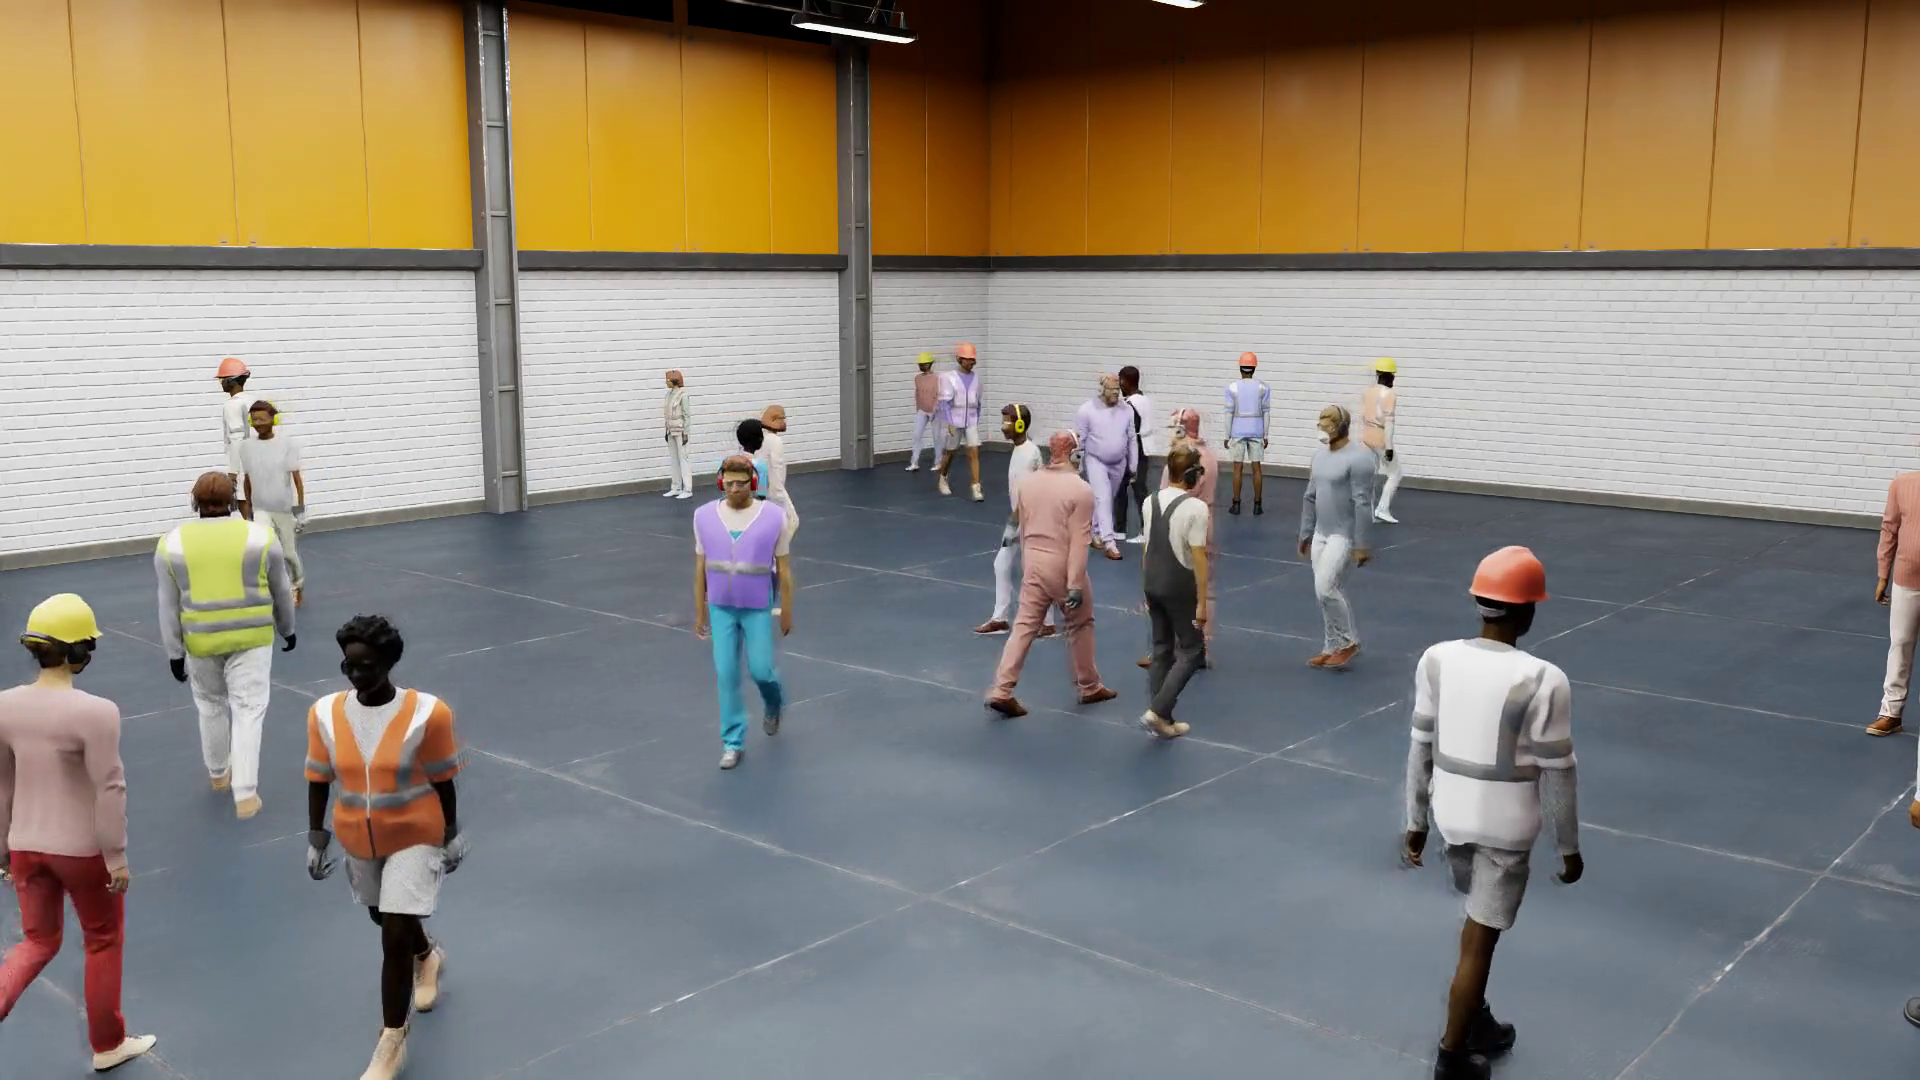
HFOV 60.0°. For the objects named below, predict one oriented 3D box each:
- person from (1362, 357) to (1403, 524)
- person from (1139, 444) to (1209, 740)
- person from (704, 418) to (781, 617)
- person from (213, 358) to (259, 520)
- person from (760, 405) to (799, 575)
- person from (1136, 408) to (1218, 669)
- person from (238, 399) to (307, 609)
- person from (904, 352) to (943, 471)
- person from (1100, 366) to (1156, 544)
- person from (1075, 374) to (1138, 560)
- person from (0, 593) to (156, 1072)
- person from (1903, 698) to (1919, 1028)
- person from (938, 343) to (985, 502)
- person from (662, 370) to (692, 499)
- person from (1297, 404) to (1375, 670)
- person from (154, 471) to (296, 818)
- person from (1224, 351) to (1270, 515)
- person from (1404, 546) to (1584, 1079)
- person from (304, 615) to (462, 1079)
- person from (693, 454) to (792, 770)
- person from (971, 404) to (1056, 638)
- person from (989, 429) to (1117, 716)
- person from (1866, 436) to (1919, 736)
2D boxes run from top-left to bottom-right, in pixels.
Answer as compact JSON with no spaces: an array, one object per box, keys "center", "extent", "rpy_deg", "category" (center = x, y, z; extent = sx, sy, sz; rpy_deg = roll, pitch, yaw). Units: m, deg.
[{"center":[4.814,-1.116,18.864],"extent":[0.534,1.908,0.622],"rpy_deg":[-3,10,-19],"category":"person"},{"center":[1.275,0.335,10.027],"extent":[0.444,1.827,0.555],"rpy_deg":[-8,12,-41],"category":"person"},{"center":[-1.792,-0.160,13.618],"extent":[0.668,1.676,0.540],"rpy_deg":[-7,11,-37],"category":"person"},{"center":[-6.971,-0.740,16.099],"extent":[0.393,2.041,0.614],"rpy_deg":[0,9,-3],"category":"person"},{"center":[-1.696,-0.459,15.623],"extent":[0.425,1.618,0.522],"rpy_deg":[-4,10,-24],"category":"person"},{"center":[1.538,-0.006,11.966],"extent":[0.620,1.887,0.686],"rpy_deg":[5,10,30],"category":"person"},{"center":[-5.657,-0.264,13.776],"extent":[0.525,1.838,0.912],"rpy_deg":[-1,9,-7],"category":"person"},{"center":[-0.506,-1.830,23.930],"extent":[0.526,1.732,0.794],"rpy_deg":[6,11,34],"category":"person"},{"center":[1.732,-0.888,17.551],"extent":[0.790,1.881,0.582],"rpy_deg":[2,9,12],"category":"person"},{"center":[1.488,-0.766,16.902],"extent":[0.647,1.851,1.013],"rpy_deg":[-4,10,-23],"category":"person"},{"center":[-3.143,1.068,5.697],"extent":[0.524,1.744,0.684],"rpy_deg":[3,9,15],"category":"person"},{"center":[3.783,0.904,6.109],"extent":[0.544,1.937,0.358],"rpy_deg":[2,9,11],"category":"person"},{"center":[0.014,-1.509,21.126],"extent":[0.606,2.000,1.062],"rpy_deg":[-3,10,-20],"category":"person"},{"center":[-3.591,-1.338,21.125],"extent":[0.311,1.636,0.521],"rpy_deg":[-7,12,-38],"category":"person"},{"center":[2.654,-0.008,11.880],"extent":[0.446,1.923,0.645],"rpy_deg":[-3,10,-20],"category":"person"},{"center":[-3.893,0.526,8.909],"extent":[0.632,1.808,0.818],"rpy_deg":[-2,9,-14],"category":"person"},{"center":[3.394,-1.263,19.705],"extent":[0.542,1.939,0.365],"rpy_deg":[1,9,3],"category":"person"},{"center":[1.902,0.964,5.792],"extent":[0.731,1.909,0.561],"rpy_deg":[-7,12,-38],"category":"person"},{"center":[-2.062,1.050,6.069],"extent":[0.538,1.658,0.844],"rpy_deg":[1,9,6],"category":"person"},{"center":[-1.260,0.387,9.732],"extent":[0.564,1.820,0.639],"rpy_deg":[1,9,7],"category":"person"},{"center":[0.414,-0.127,12.899],"extent":[0.777,1.838,0.522],"rpy_deg":[-2,9,-14],"category":"person"},{"center":[0.589,0.210,10.765],"extent":[1.032,1.858,0.652],"rpy_deg":[-9,13,-44],"category":"person"},{"center":[5.876,0.243,10.077],"extent":[0.380,1.995,0.611],"rpy_deg":[-8,12,-43],"category":"person"}]
